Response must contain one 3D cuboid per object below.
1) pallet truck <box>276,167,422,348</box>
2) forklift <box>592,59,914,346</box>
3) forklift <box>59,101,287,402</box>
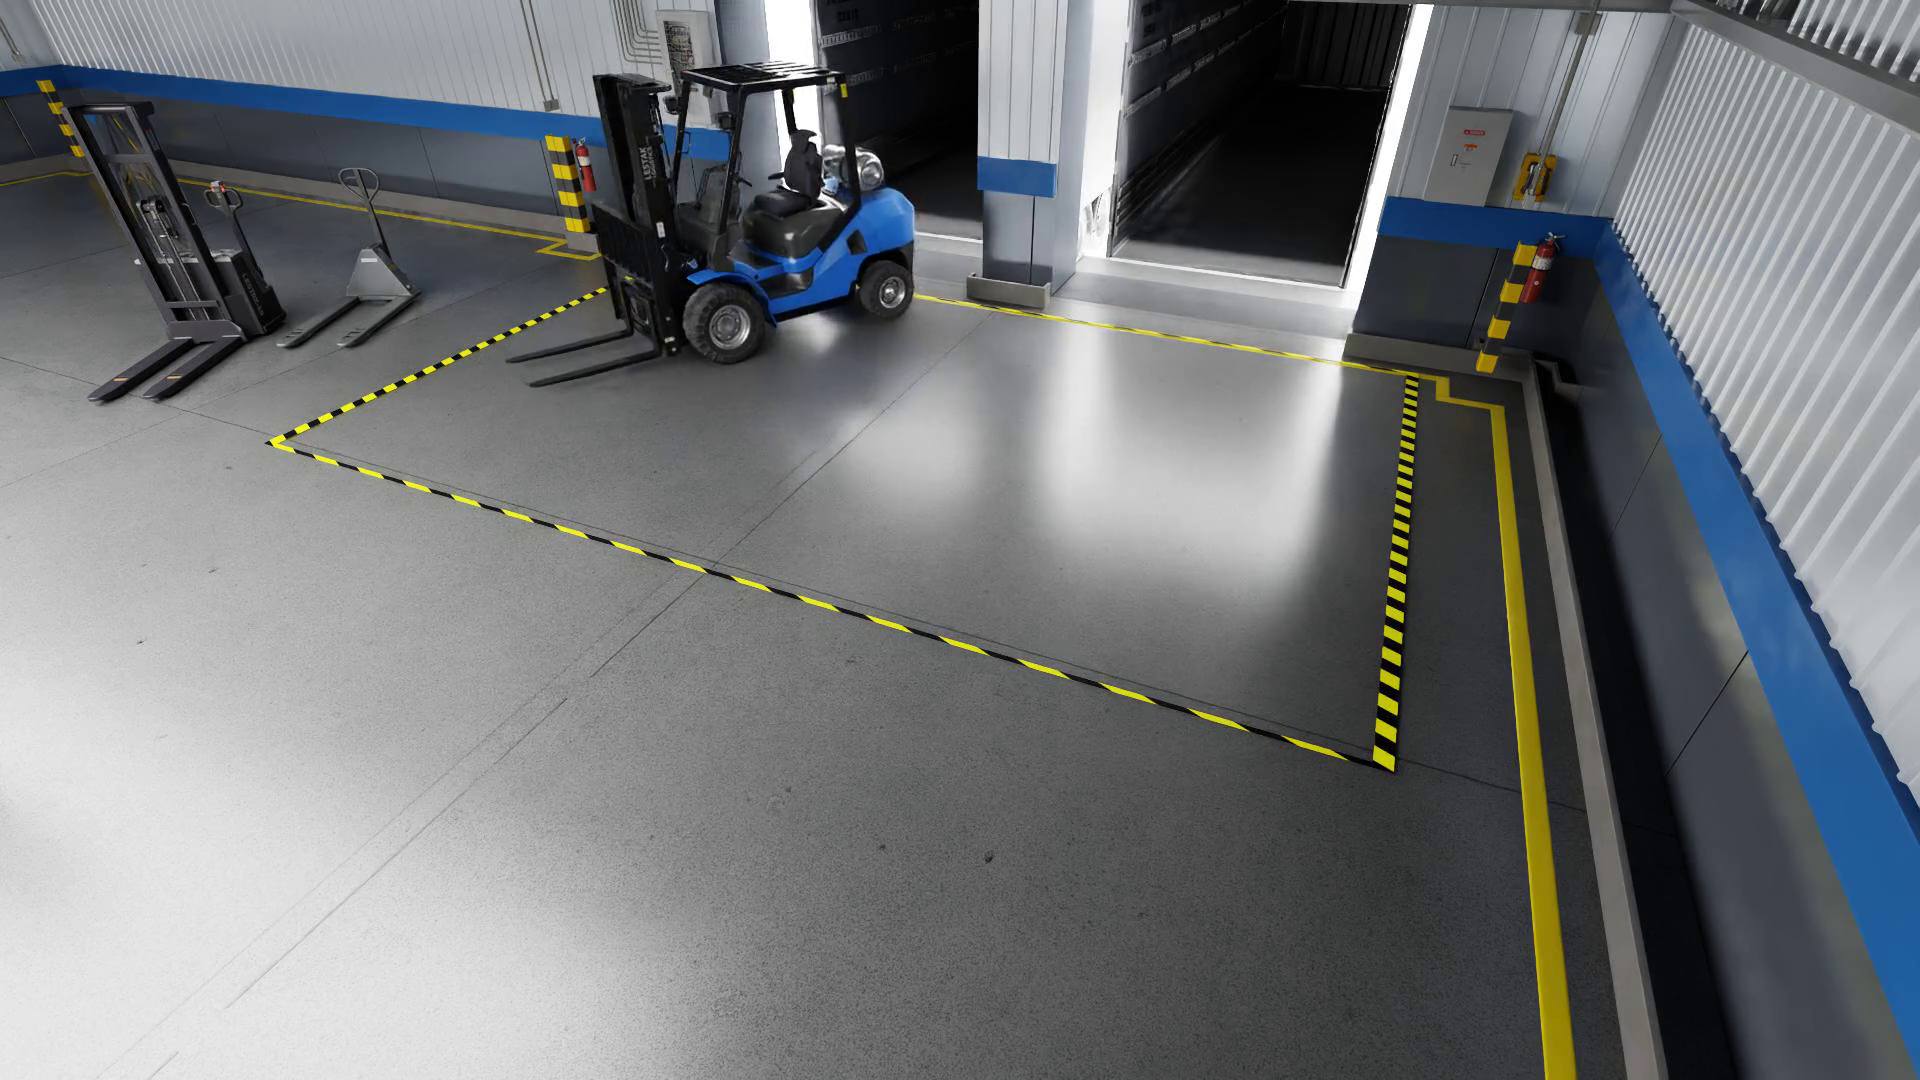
[{"bbox_3d":[-5.732,-2.611,8.414,0.680,1.201,1.601,-1,35,-1],"label":"pallet truck"},{"bbox_3d":[-1.719,-3.044,8.059,2.680,2.036,1.157,-25,42,-31],"label":"forklift"},{"bbox_3d":[-6.686,-2.387,7.434,0.823,1.965,1.885,-3,35,-5],"label":"forklift"}]
